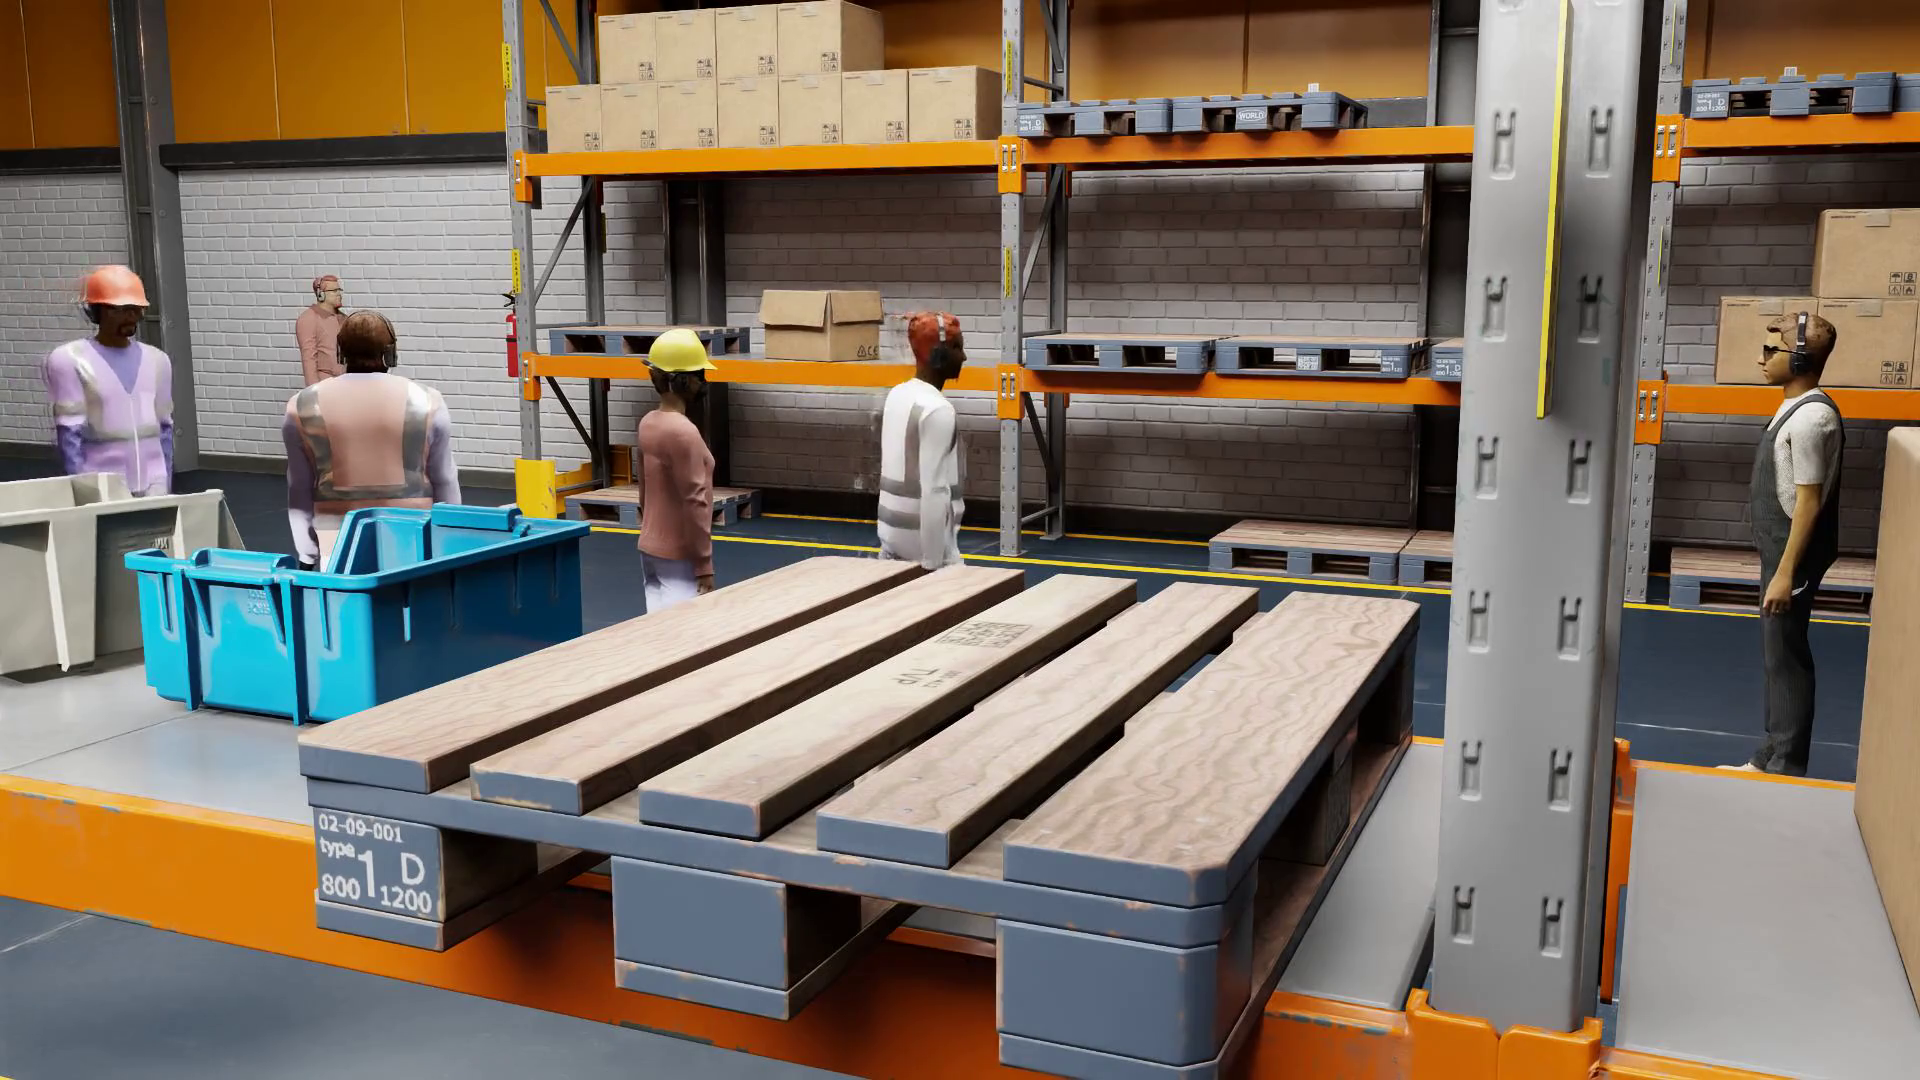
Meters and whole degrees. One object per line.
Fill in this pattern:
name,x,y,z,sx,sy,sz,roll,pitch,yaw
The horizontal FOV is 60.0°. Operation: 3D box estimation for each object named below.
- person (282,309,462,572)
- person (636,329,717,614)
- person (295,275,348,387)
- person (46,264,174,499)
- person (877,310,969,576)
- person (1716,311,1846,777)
person,-2.263,0.031,6.482,0.633,1.843,0.429,-2,10,-14
person,-1.088,0.066,6.499,0.316,1.769,0.523,-6,11,-30
person,-5.448,-1.338,14.478,0.408,1.913,0.641,2,10,14
person,-4.038,-0.297,7.934,0.857,2.023,0.611,7,11,34
person,-0.133,-0.004,6.724,0.989,1.831,0.591,-5,11,-25
person,3.043,0.085,6.149,0.345,1.846,0.508,4,10,21
